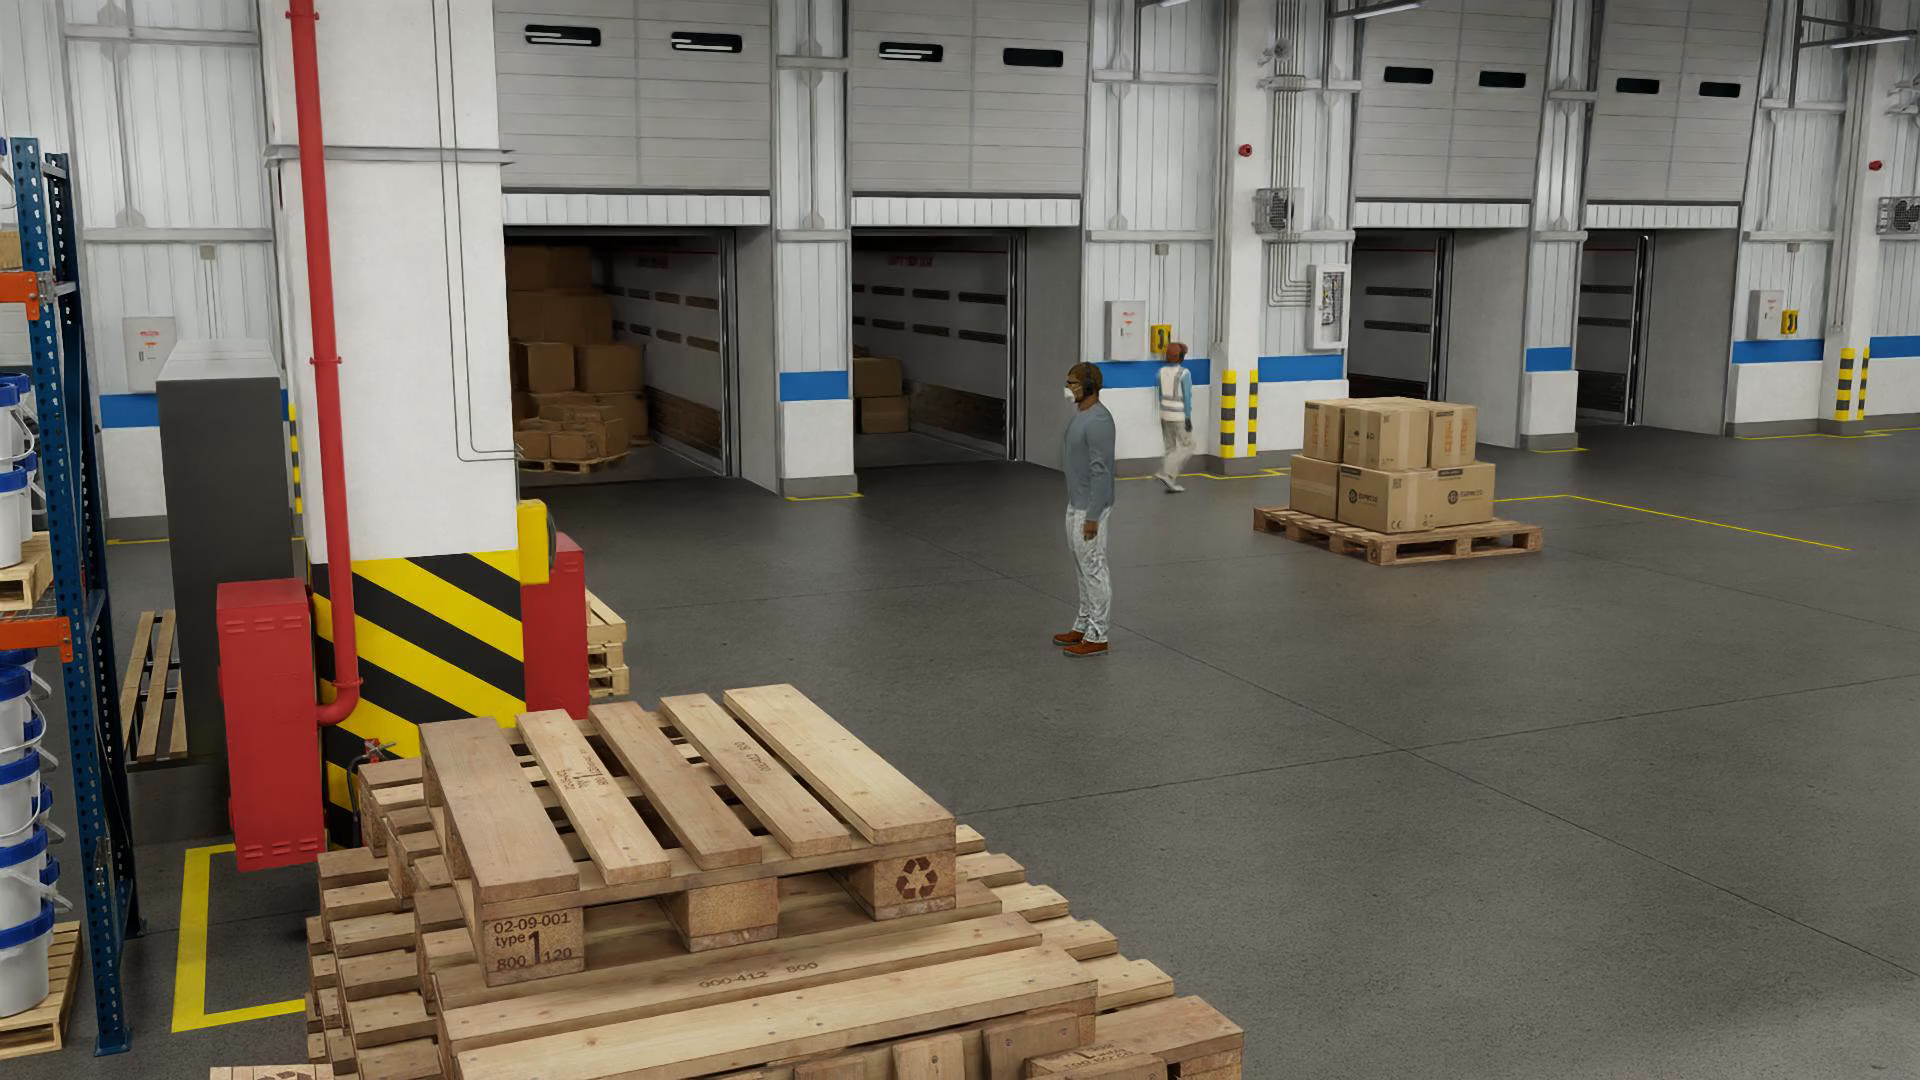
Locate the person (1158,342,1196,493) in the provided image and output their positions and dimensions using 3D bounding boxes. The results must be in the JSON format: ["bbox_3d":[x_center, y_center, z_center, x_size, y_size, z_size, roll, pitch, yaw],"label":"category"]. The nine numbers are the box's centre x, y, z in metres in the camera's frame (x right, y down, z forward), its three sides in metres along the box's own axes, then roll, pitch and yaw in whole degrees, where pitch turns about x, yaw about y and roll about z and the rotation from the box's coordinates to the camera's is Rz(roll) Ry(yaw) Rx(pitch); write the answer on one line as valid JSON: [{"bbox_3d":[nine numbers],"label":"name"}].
[{"bbox_3d":[2.299,-1.297,17.759,0.352,1.625,0.544,-6,12,-32],"label":"person"}]

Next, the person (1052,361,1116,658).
[{"bbox_3d":[0.827,-0.204,10.906,0.367,1.939,0.635,-1,10,-7],"label":"person"}]
